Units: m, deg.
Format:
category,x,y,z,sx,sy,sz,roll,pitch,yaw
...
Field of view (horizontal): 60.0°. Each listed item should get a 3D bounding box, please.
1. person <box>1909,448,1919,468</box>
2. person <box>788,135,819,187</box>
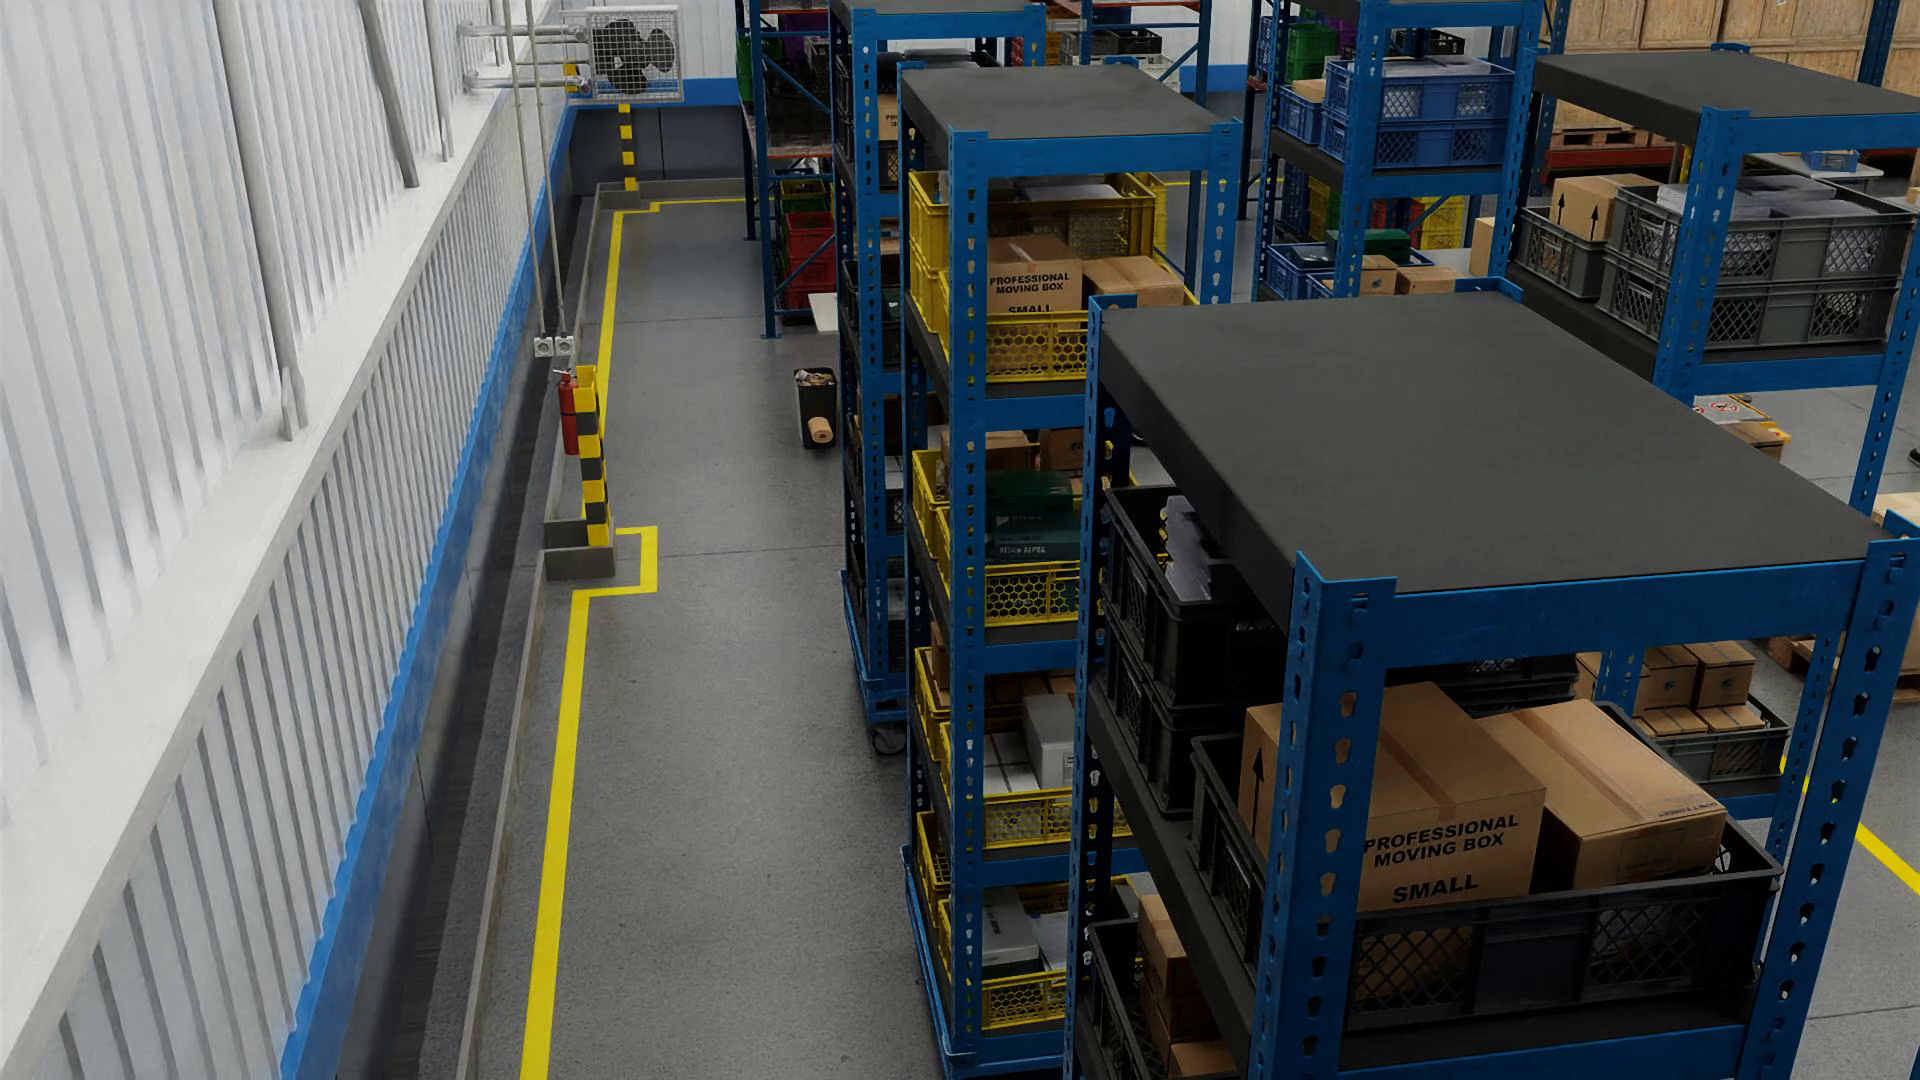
category,x,y,z,sx,sy,sz,roll,pitch,yaw
person,6.934,-1.355,11.361,0.604,1.829,0.404,5,25,11
person,-1.759,-4.584,18.323,0.337,1.877,0.575,14,28,27
